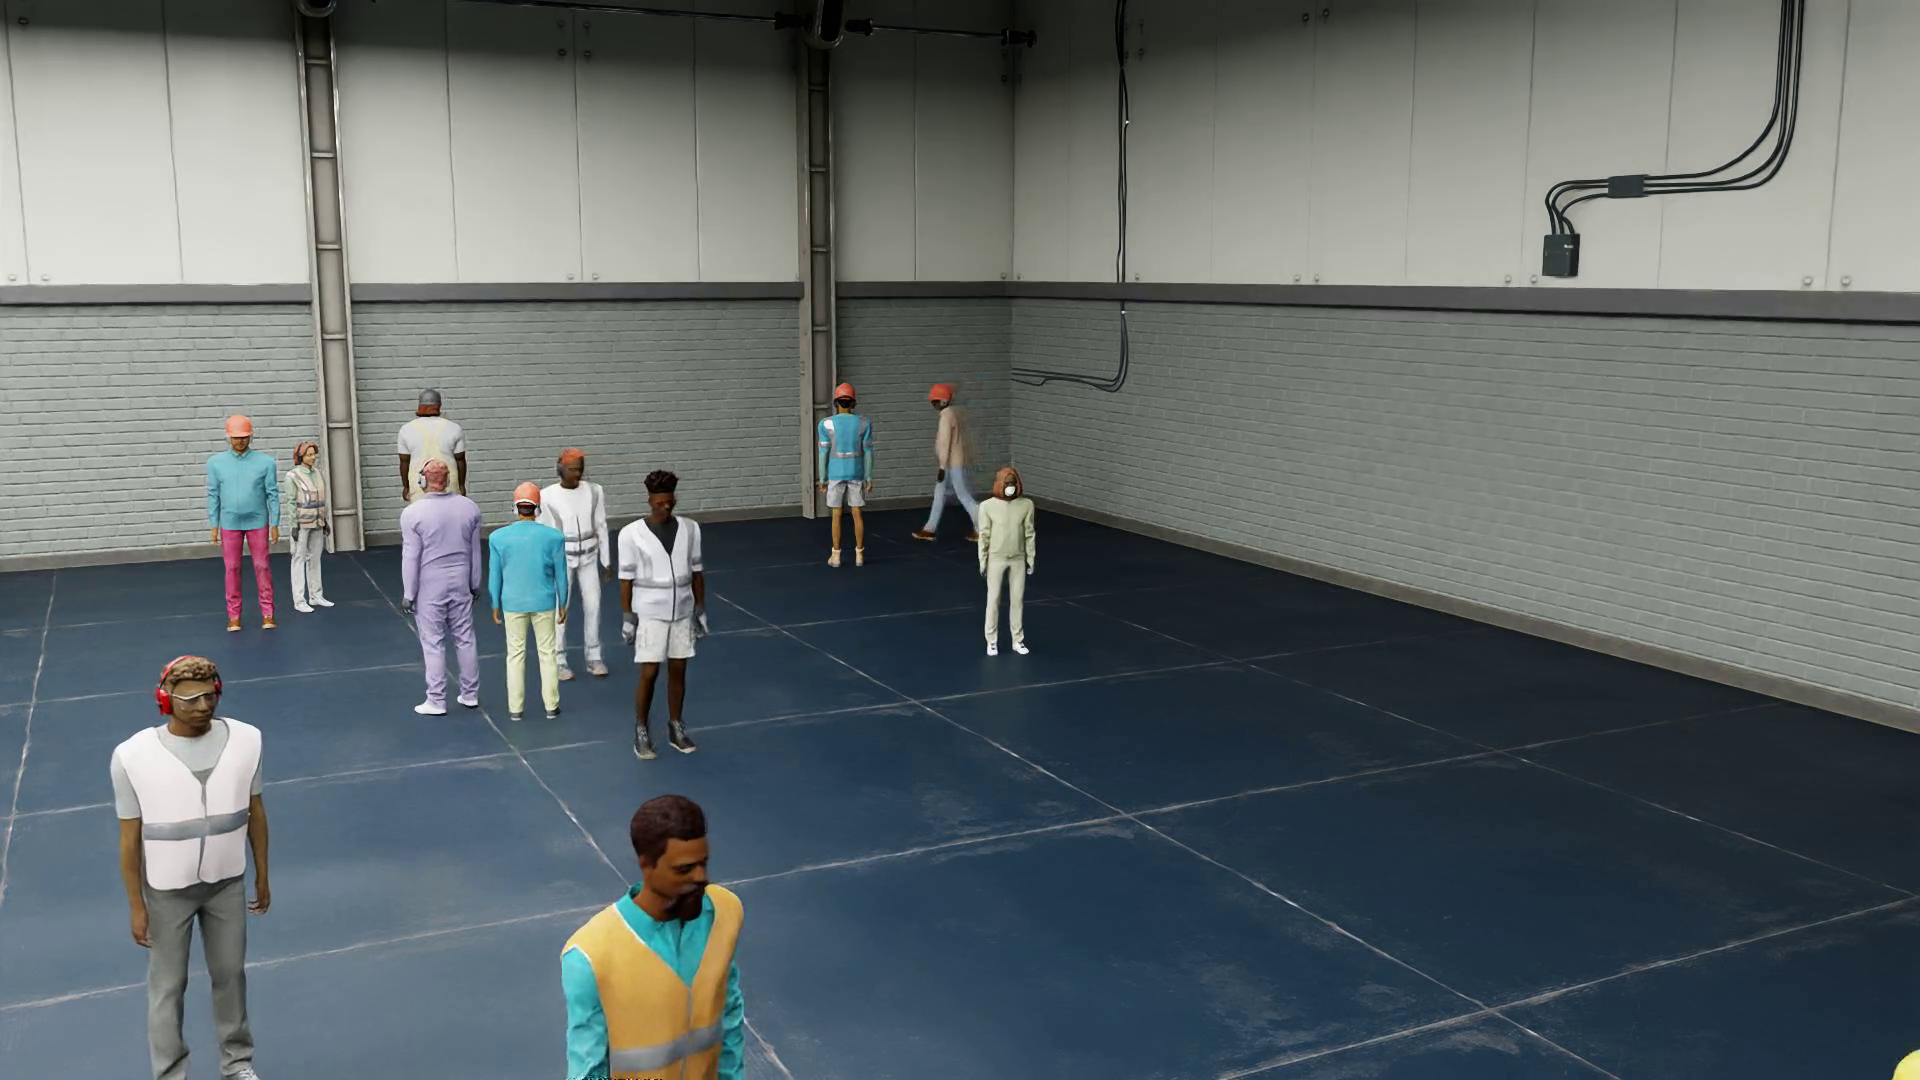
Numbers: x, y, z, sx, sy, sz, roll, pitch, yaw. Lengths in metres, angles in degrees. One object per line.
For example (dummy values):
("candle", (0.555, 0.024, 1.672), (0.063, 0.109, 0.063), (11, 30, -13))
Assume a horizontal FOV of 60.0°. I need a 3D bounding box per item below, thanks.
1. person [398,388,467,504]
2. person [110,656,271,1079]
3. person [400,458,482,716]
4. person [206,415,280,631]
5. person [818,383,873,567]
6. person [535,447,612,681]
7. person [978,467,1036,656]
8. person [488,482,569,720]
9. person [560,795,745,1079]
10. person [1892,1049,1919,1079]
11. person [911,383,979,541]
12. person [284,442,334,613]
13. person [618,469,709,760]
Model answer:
("person", (-5.652, -0.623, 17.865), (0.689, 2.000, 0.537), (-3, 10, -16))
("person", (-2.965, 1.335, 6.456), (0.401, 1.835, 0.562), (9, 13, 44))
("person", (-3.856, 0.344, 12.325), (0.402, 1.906, 0.652), (8, 12, 40))
("person", (-6.516, -0.152, 15.155), (0.604, 1.986, 0.405), (-3, 10, -17))
("person", (-1.272, -0.719, 18.450), (0.615, 2.042, 0.374), (-2, 9, -13))
("person", (-3.117, 0.191, 13.357), (0.642, 1.880, 0.394), (-6, 11, -34))
("person", (0.401, 0.183, 14.183), (0.501, 1.627, 0.283), (-2, 10, -15))
("person", (-3.157, 0.446, 12.198), (0.571, 1.744, 0.350), (-2, 10, -15))
("person", (-0.825, 1.606, 4.562), (0.413, 1.907, 0.603), (8, 12, 39))
("person", (2.028, 1.865, 3.487), (0.421, 1.725, 0.495), (-4, 10, -26))
("person", (-0.077, -0.930, 20.104), (0.959, 1.948, 0.618), (0, 9, -3))
("person", (-6.296, -0.131, 16.065), (0.311, 1.642, 0.512), (3, 10, 18))
("person", (-1.997, 0.494, 11.270), (0.609, 1.956, 0.412), (-6, 11, -34))
